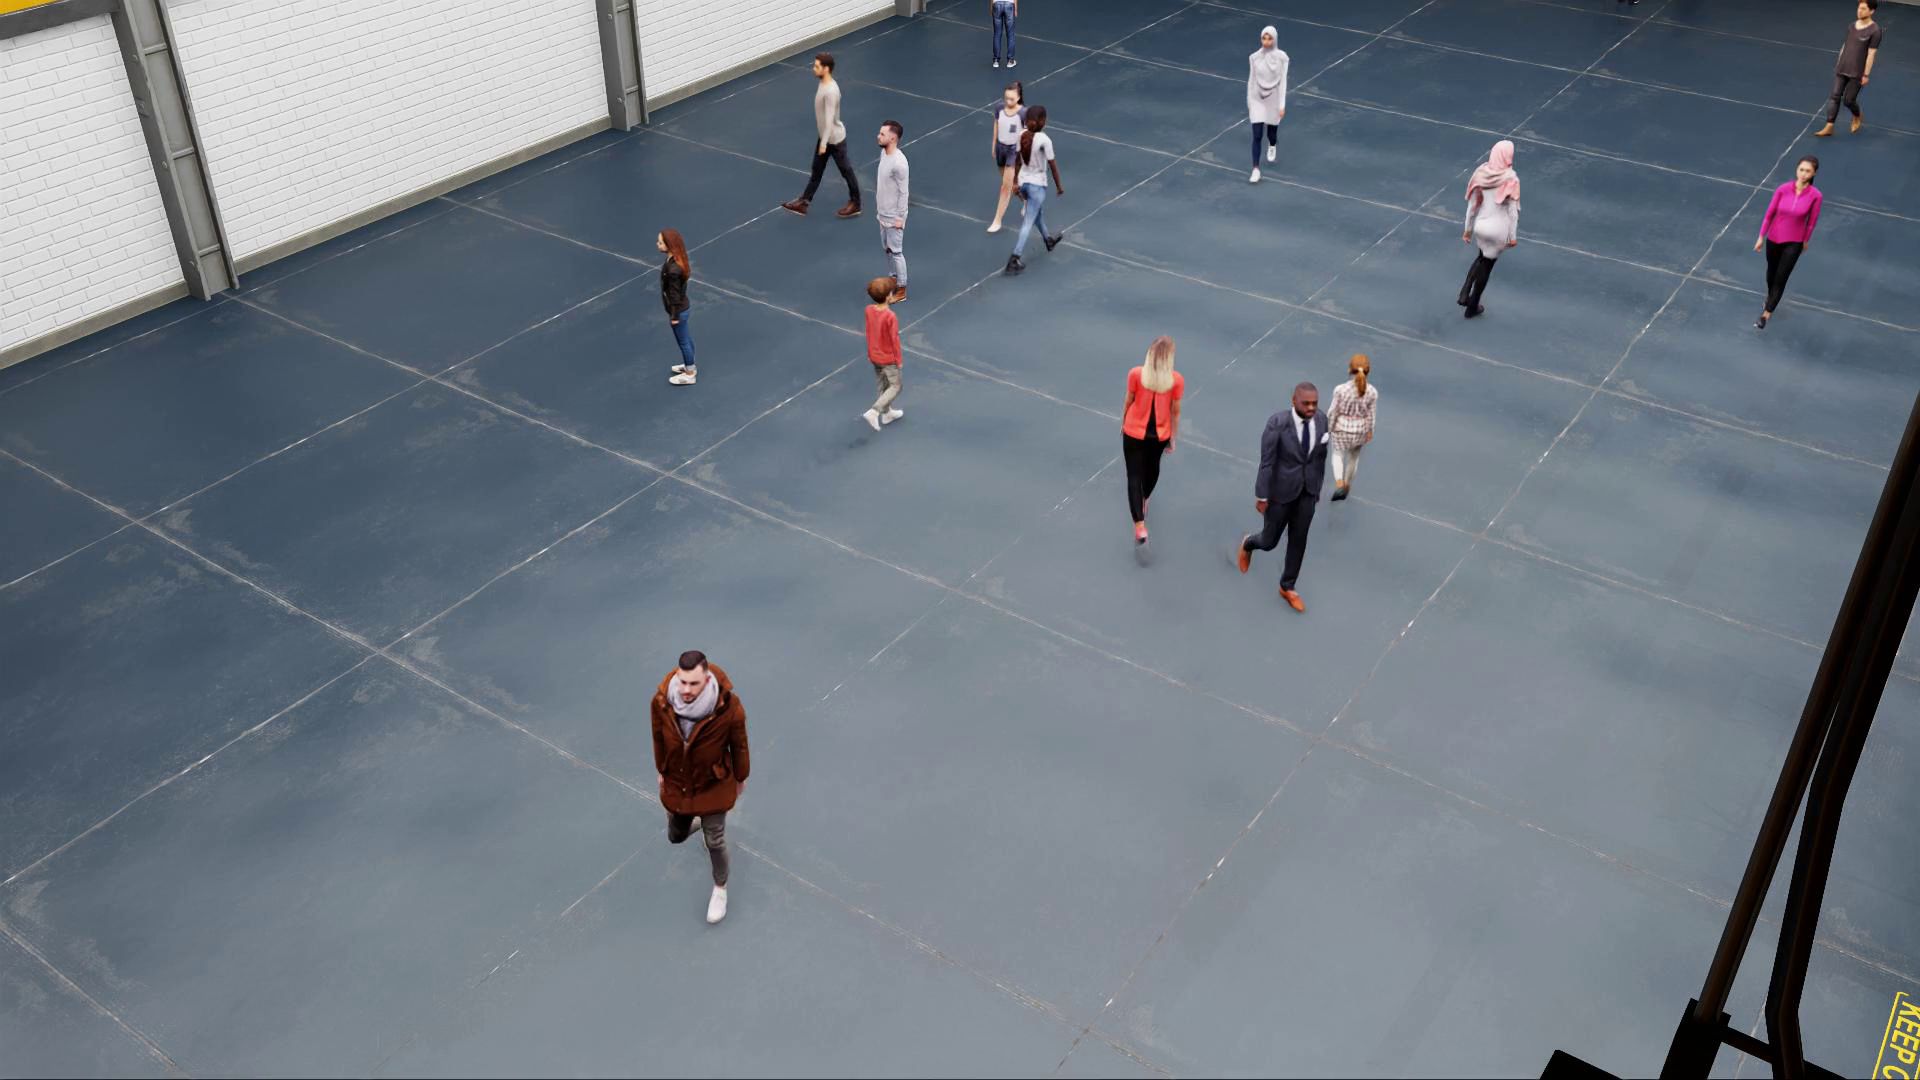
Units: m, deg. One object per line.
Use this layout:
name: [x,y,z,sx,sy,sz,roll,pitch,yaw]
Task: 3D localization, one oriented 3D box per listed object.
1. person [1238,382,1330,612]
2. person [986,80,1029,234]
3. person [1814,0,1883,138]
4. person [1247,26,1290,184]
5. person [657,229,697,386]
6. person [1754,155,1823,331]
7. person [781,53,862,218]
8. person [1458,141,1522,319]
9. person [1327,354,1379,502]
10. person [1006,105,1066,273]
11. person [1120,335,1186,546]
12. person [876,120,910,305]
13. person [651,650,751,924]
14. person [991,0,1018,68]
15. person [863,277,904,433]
person: [2.364,-0.385,12.123,1.032,1.806,1.051,-12,35,-17]
person: [0.592,-4.188,18.020,0.674,1.613,1.052,29,43,36]
person: [10.950,-5.760,20.306,0.993,1.700,0.864,-15,37,-22]
person: [3.554,-5.049,19.185,0.800,1.757,1.033,11,35,16]
person: [-2.536,-2.114,15.019,0.685,1.481,0.624,-5,34,-8]
person: [7.973,-2.903,16.056,0.594,1.647,1.126,22,39,29]
person: [-1.303,-4.362,18.091,1.233,1.823,1.074,-12,36,-18]
person: [5.051,-2.943,15.985,0.743,1.792,0.715,-25,41,-33]
person: [3.116,-0.851,13.284,0.702,1.297,0.801,6,34,9]
person: [0.691,-3.554,17.013,1.201,1.671,0.749,-27,42,-34]
person: [1.453,-0.746,12.803,1.028,1.655,1.214,-1,34,-1]
person: [-0.675,-3.246,16.397,0.763,1.840,0.768,-13,36,-19]
person: [-1.477,1.325,9.537,0.918,1.820,1.054,6,34,9]
person: [0.597,-7.258,22.683,0.615,1.563,0.639,6,34,8]
person: [-0.687,-1.571,14.266,0.585,1.410,0.771,28,42,35]
